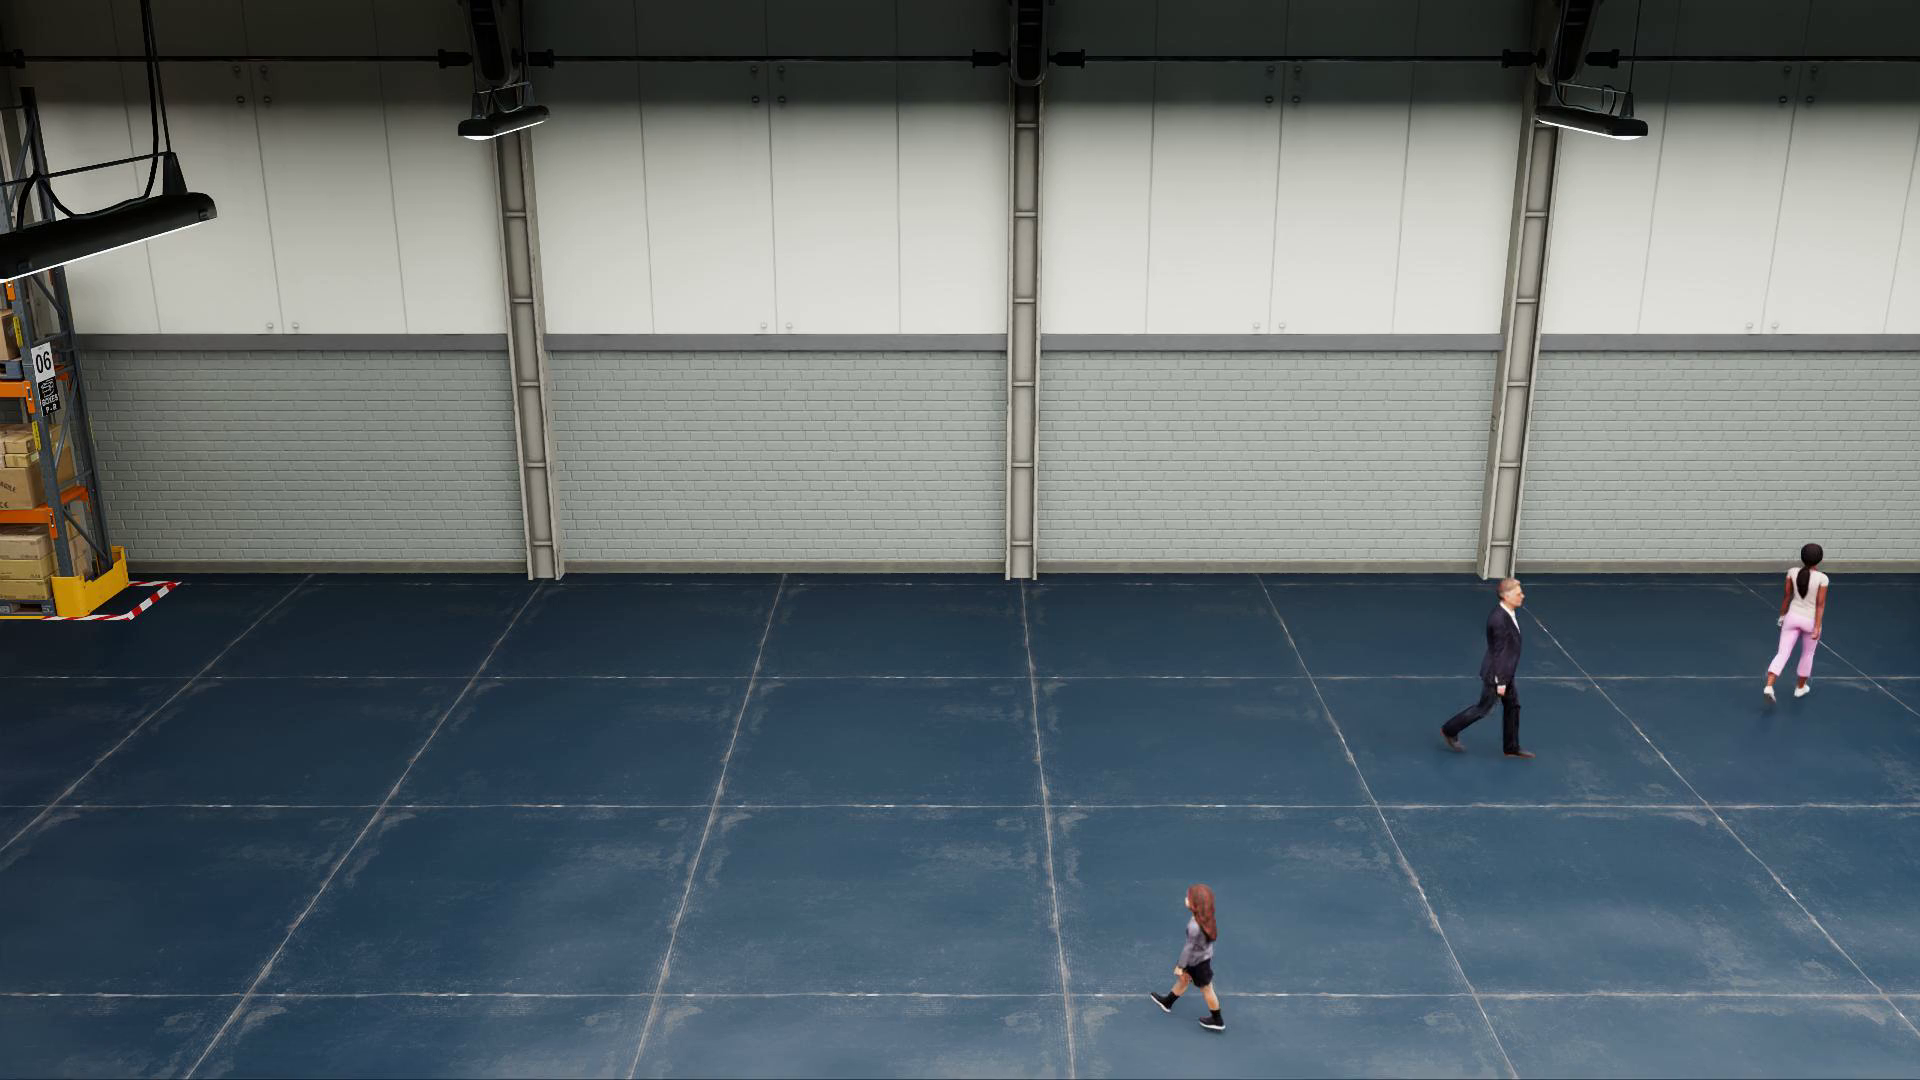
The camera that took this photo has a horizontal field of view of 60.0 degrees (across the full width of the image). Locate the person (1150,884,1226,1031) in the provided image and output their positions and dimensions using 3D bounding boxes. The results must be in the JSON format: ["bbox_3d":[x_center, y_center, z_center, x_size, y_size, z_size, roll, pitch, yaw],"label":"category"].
[{"bbox_3d":[1.728,2.940,11.659,0.836,1.072,0.638,6,19,19],"label":"person"}]

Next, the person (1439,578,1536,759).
[{"bbox_3d":[5.026,1.219,15.788,1.234,1.789,1.003,8,20,24],"label":"person"}]

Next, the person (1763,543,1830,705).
[{"bbox_3d":[8.525,0.884,16.946,1.162,1.709,1.064,-16,24,-40],"label":"person"}]
